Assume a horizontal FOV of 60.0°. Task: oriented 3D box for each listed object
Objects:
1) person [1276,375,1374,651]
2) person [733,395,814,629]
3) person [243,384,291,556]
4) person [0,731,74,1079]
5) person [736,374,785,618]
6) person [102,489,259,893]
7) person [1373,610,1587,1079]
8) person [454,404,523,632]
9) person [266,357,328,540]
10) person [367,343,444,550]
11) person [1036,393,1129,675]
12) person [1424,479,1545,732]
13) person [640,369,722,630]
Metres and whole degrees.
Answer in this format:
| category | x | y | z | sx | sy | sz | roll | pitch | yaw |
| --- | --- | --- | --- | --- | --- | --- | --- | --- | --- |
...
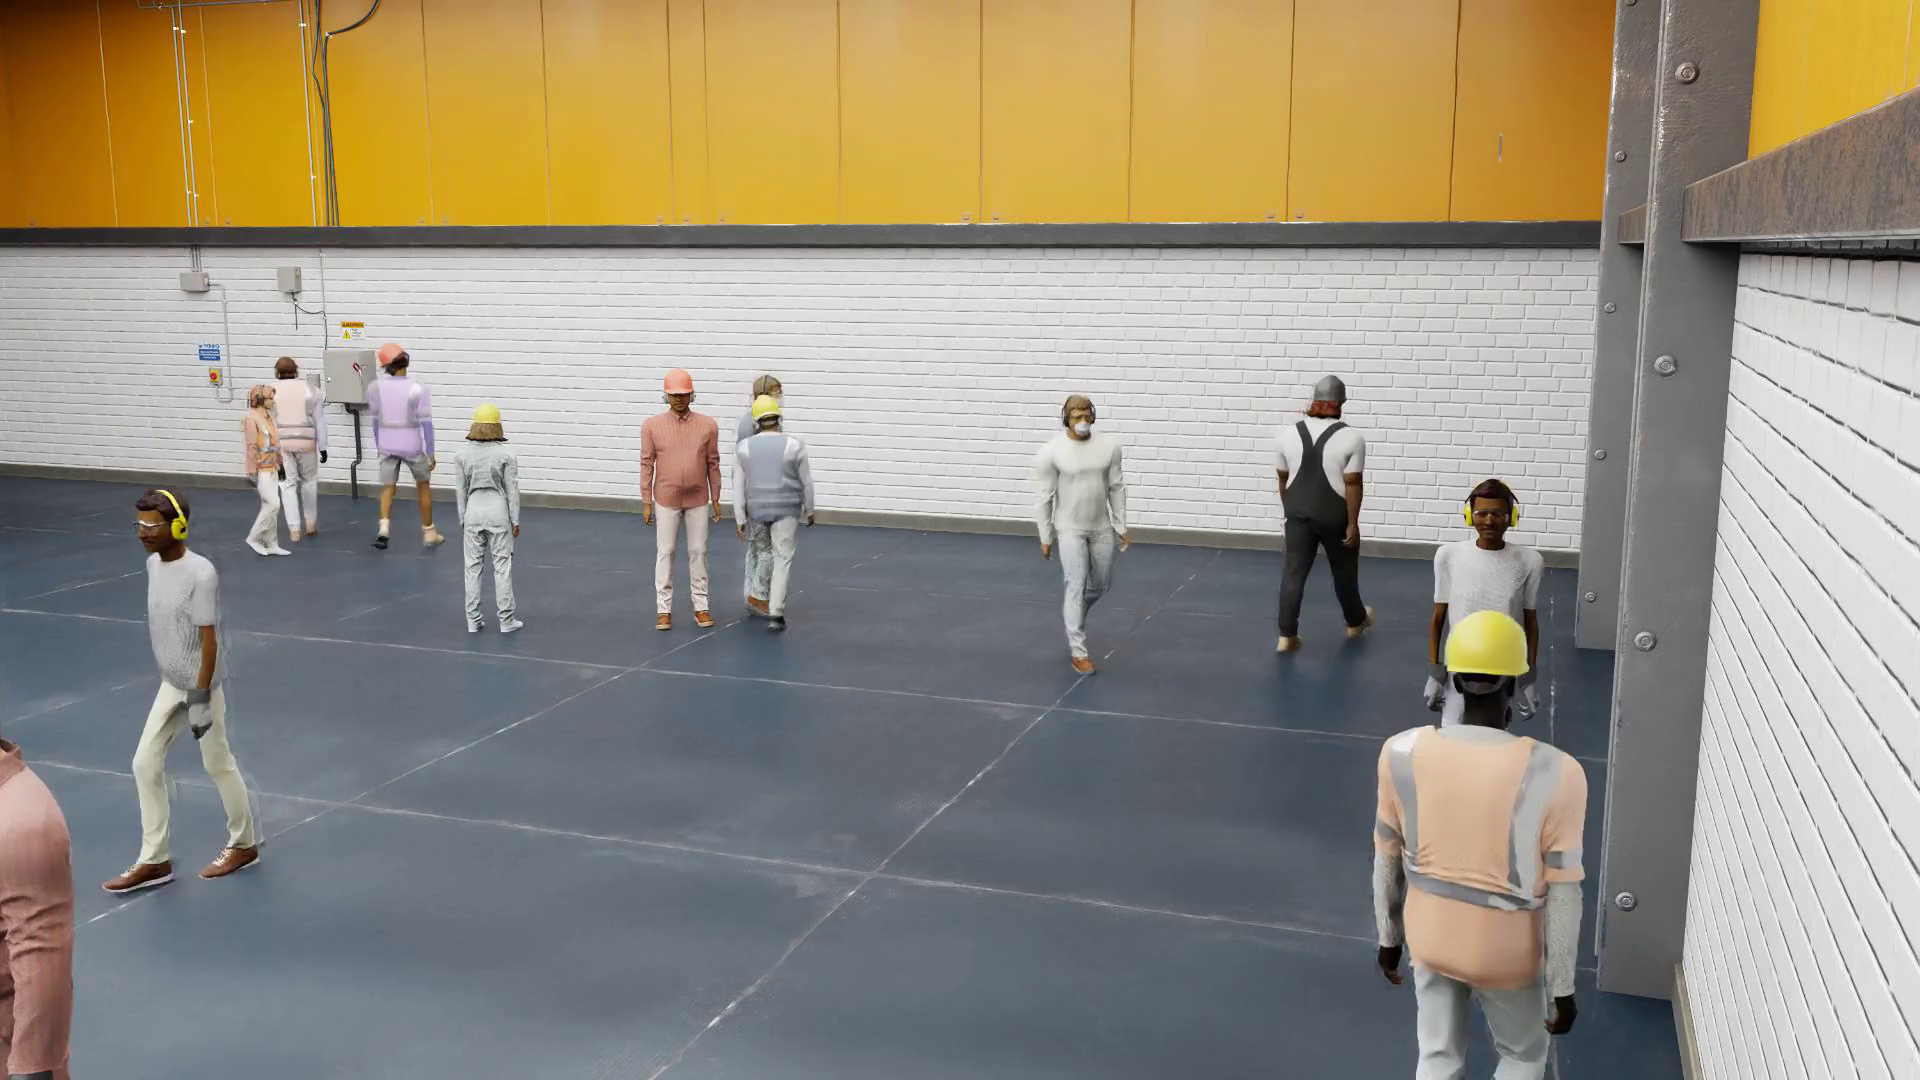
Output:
| category | x | y | z | sx | sy | sz | roll | pitch | yaw |
| --- | --- | --- | --- | --- | --- | --- | --- | --- | --- |
| person | 2.665 | -0.236 | 12.149 | 0.702 | 2.000 | 1.037 | 7 | 13 | 36 |
| person | -1.432 | -0.227 | 12.823 | 0.588 | 1.782 | 0.895 | 2 | 10 | 9 |
| person | -6.488 | -0.641 | 15.557 | 0.358 | 1.624 | 0.547 | 0 | 10 | 0 |
| person | -2.490 | 1.235 | 4.250 | 0.652 | 1.904 | 0.403 | 10 | 14 | 43 |
| person | -1.516 | -0.337 | 13.047 | 0.508 | 1.920 | 0.629 | 1 | 10 | 8 |
| person | -3.571 | 0.690 | 7.503 | 0.559 | 1.838 | 0.808 | 7 | 12 | 33 |
| person | 1.473 | 1.142 | 4.758 | 0.610 | 1.908 | 0.424 | 7 | 12 | 34 |
| person | -3.559 | -0.163 | 12.601 | 0.480 | 1.736 | 0.324 | 0 | 10 | 1 |
| person | -6.696 | -0.927 | 16.681 | 0.649 | 1.810 | 0.765 | -4 | 11 | -24 |
| person | -5.338 | -0.890 | 15.948 | 0.626 | 1.999 | 0.729 | 0 | 10 | 1 |
| person | 0.832 | -0.077 | 11.600 | 0.650 | 1.917 | 0.823 | -4 | 11 | -22 |
| person | 2.427 | 0.642 | 7.713 | 0.521 | 1.862 | 0.335 | 3 | 10 | 15 |
| person | -2.124 | -0.312 | 12.702 | 0.623 | 1.993 | 0.384 | -3 | 11 | -18 |
